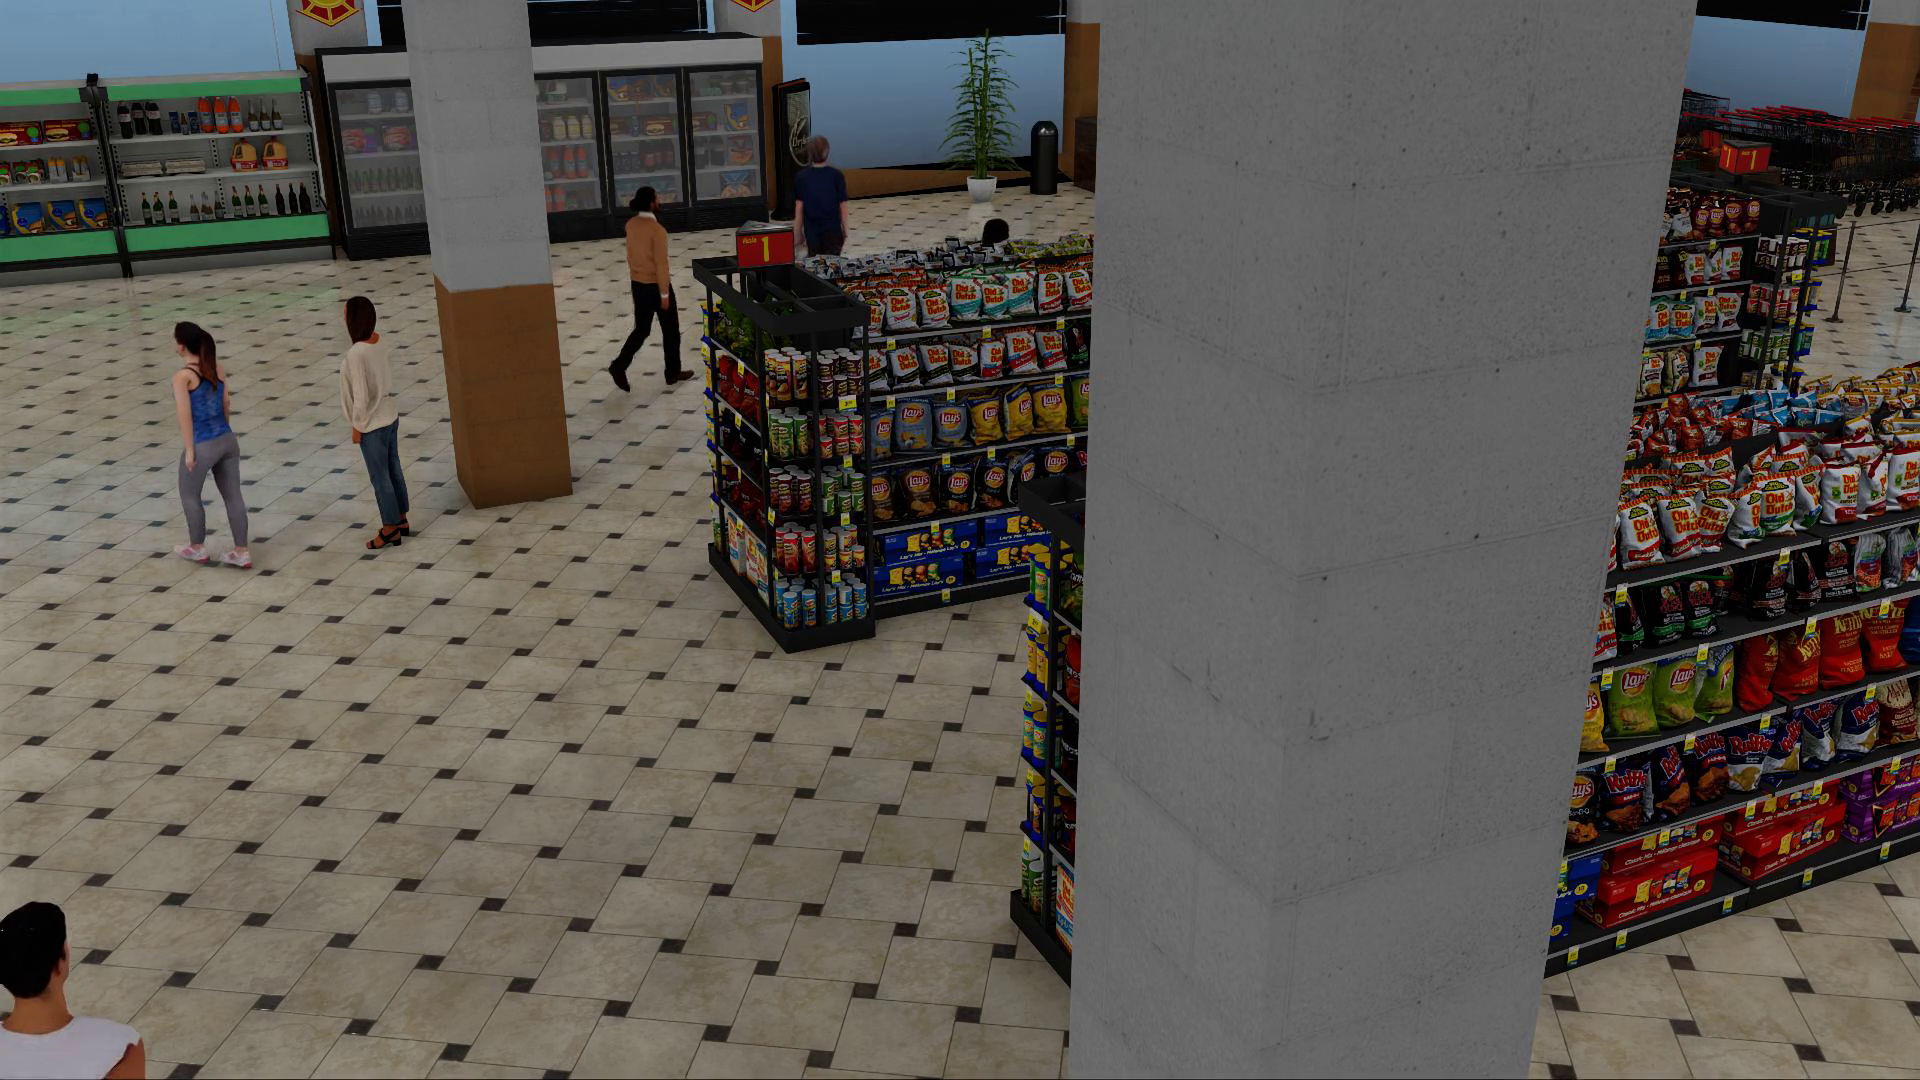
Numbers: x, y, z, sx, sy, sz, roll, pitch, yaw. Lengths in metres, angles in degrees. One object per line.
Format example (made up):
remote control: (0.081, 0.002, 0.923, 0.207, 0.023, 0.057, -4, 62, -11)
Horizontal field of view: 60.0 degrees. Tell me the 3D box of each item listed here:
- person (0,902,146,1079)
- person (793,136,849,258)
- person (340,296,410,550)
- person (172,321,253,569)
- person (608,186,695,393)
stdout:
person: (-2.335, 1.814, 4.336, 0.787, 1.770, 0.812, -3, 22, -8)
person: (-1.311, -2.875, 15.946, 1.263, 1.814, 1.157, 2, 22, 5)
person: (-3.828, -0.779, 10.906, 0.694, 1.683, 0.694, 1, 22, 3)
person: (-4.694, -0.571, 10.509, 0.896, 1.593, 0.858, 11, 24, 25)
person: (-2.691, -2.110, 14.155, 0.973, 1.731, 1.183, 16, 27, 35)
